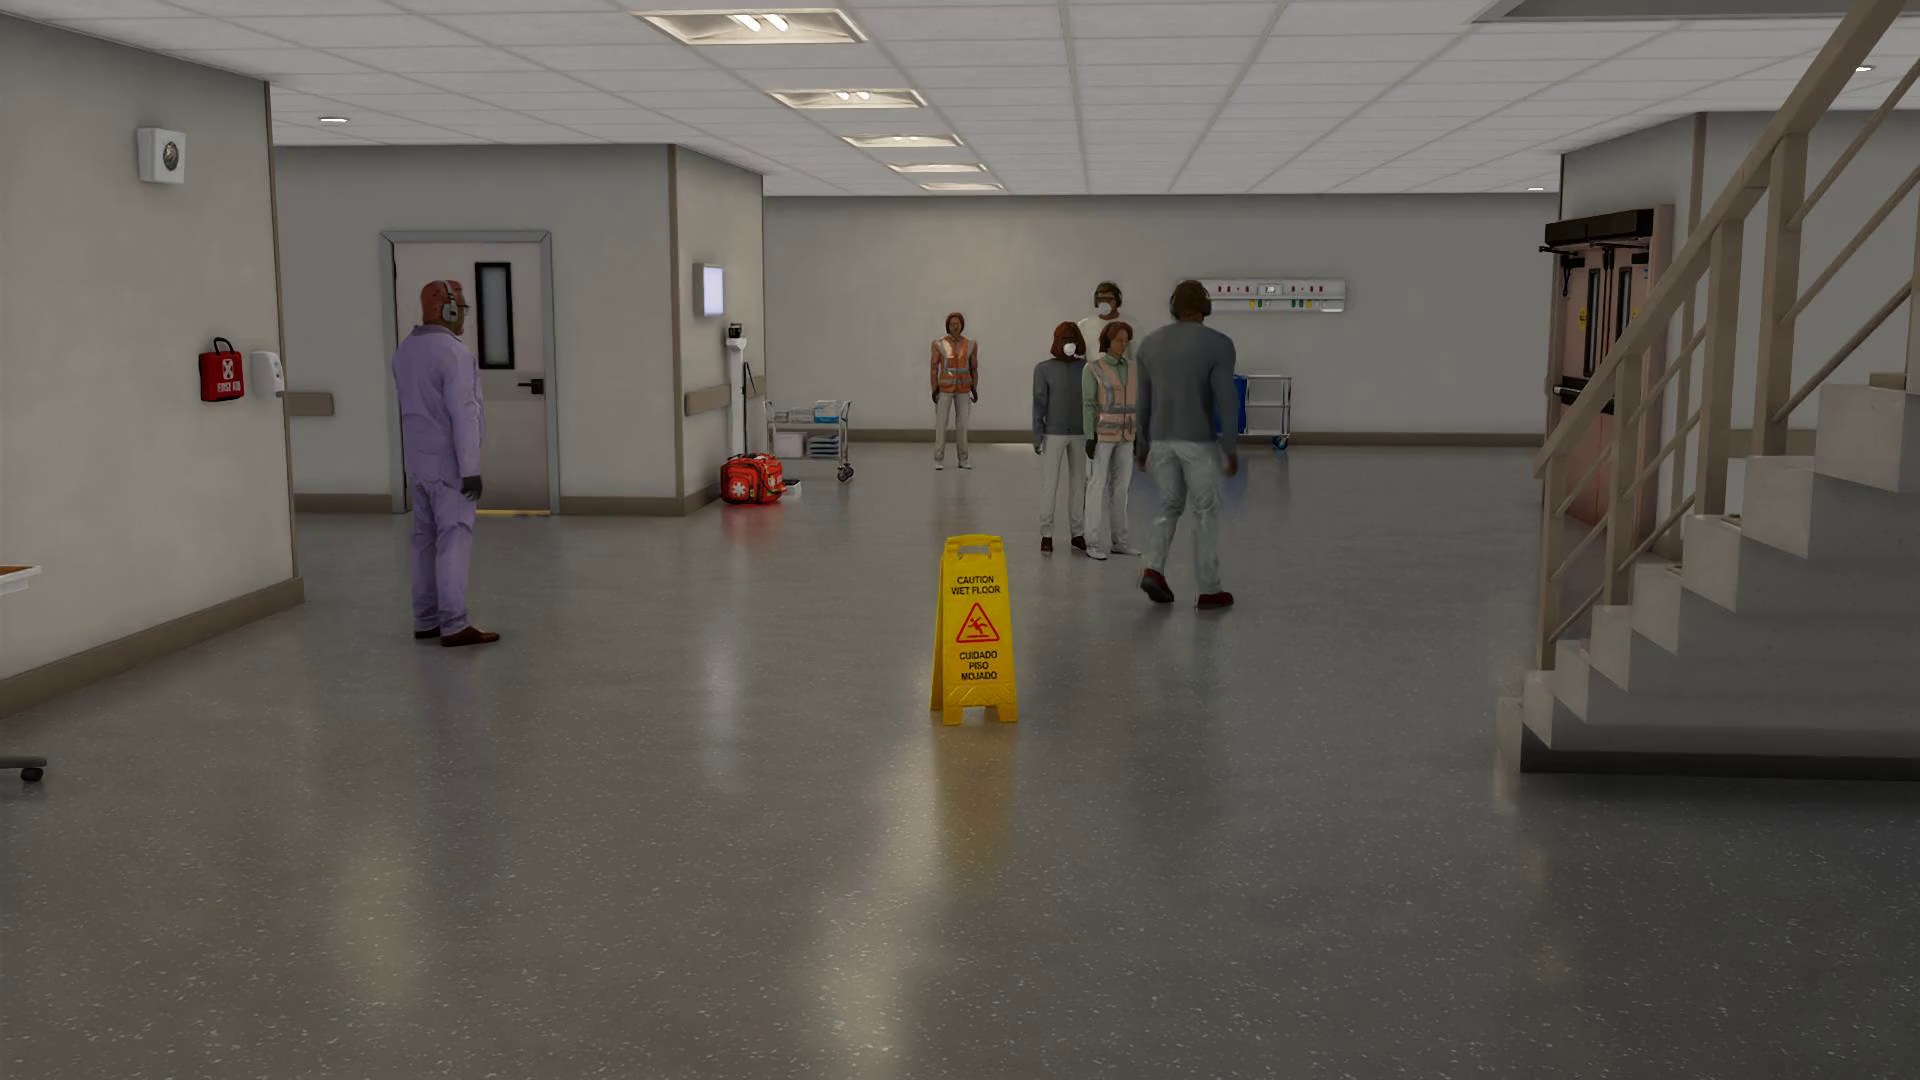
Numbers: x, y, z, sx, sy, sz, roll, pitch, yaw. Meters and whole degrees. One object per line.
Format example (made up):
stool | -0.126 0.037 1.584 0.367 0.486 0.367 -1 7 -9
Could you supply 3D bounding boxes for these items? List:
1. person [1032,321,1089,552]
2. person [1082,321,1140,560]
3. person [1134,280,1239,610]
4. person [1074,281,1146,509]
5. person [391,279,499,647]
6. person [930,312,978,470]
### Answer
person | 0.756 -0.730 11.800 0.507 1.632 0.272 -2 9 -15
person | 1.050 -0.687 11.498 0.513 1.638 0.307 -6 10 -35
person | 1.288 -0.556 9.680 0.687 1.916 0.491 6 10 37
person | 1.243 -1.210 14.037 0.635 1.936 0.356 3 9 22
person | -2.671 -0.400 8.680 0.397 1.899 0.648 -8 12 -44
person | -0.058 -1.550 17.352 0.515 1.641 0.315 -2 9 -13
